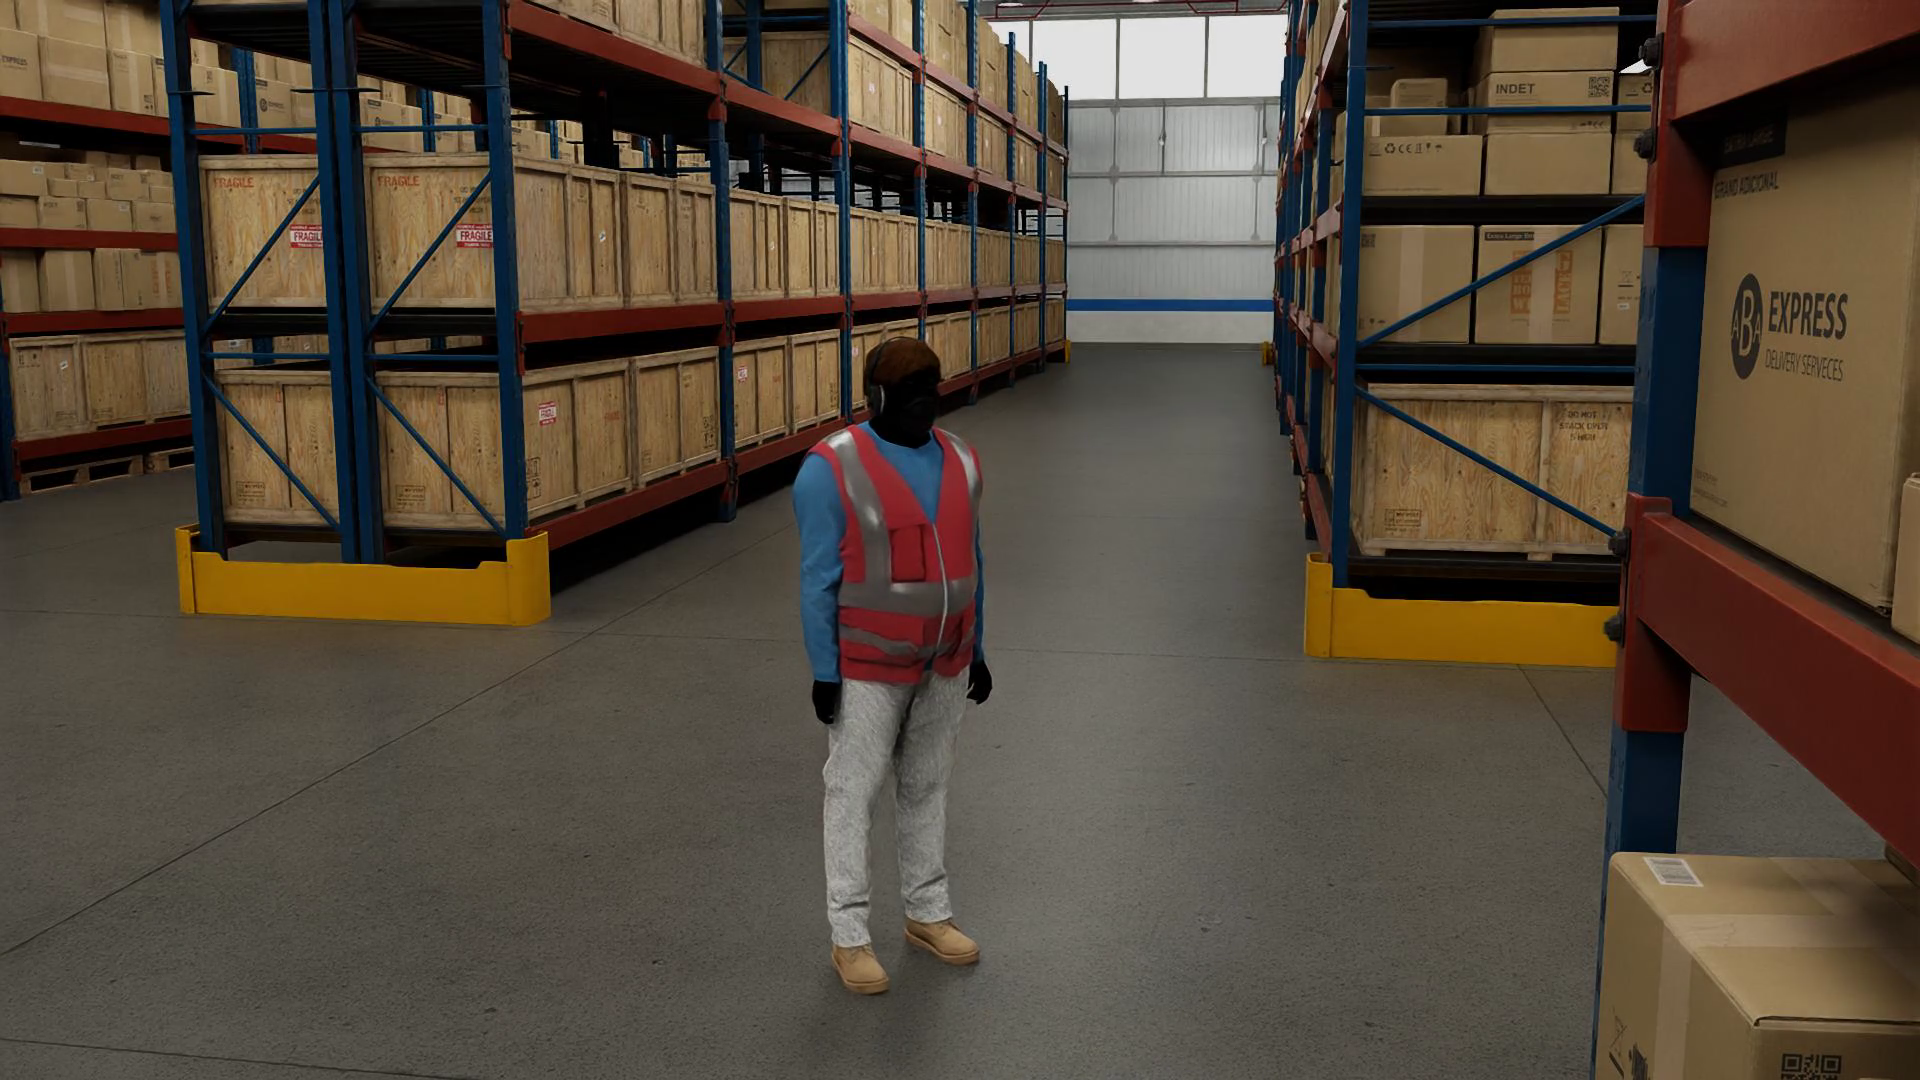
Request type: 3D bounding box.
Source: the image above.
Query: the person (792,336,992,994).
[{"bbox_3d":[-0.163,0.345,4.760,0.621,1.845,0.429,-7,11,-36],"label":"person"}]
